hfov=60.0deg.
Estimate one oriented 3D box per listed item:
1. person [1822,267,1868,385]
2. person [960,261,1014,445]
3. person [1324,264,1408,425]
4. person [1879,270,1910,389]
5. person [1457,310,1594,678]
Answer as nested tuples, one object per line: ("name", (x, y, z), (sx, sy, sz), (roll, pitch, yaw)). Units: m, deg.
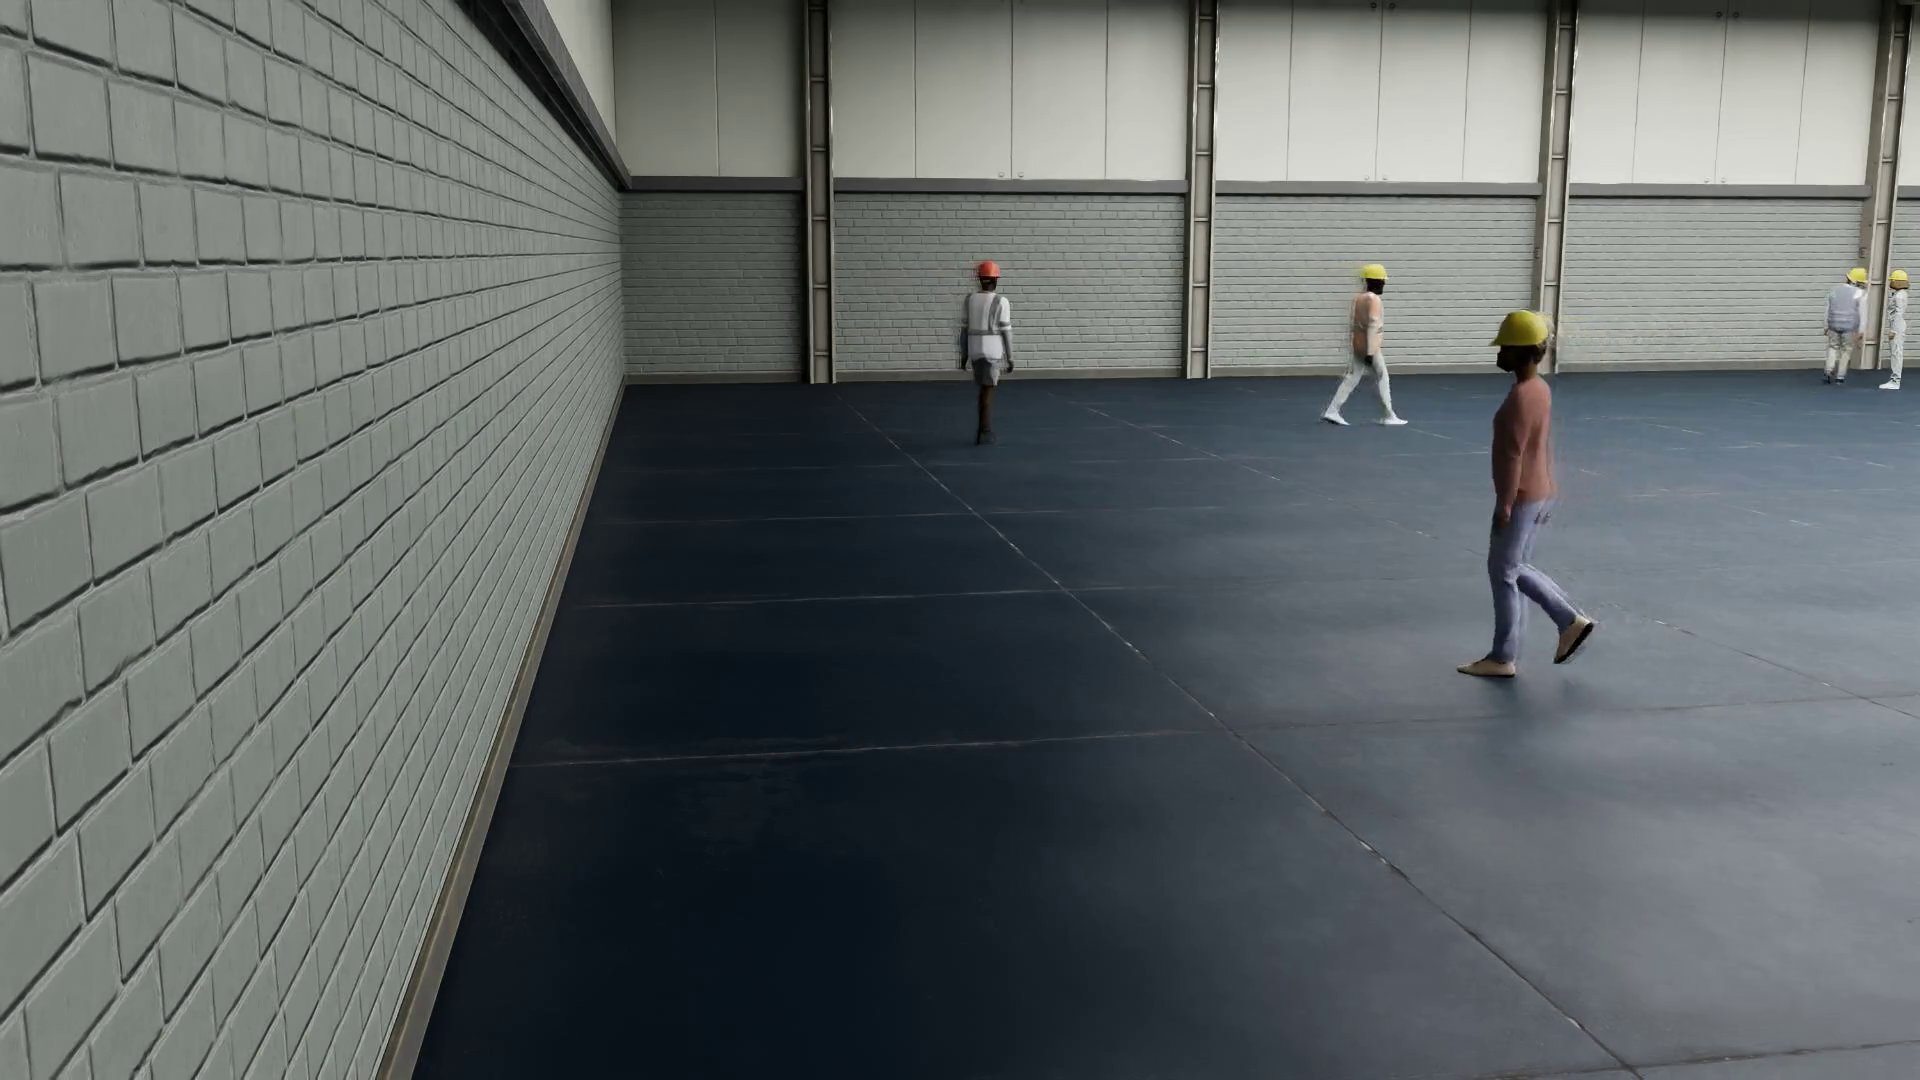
("person", (13.363, -3.215, 25.104), (0.441, 1.781, 0.617), (-9, 13, -41))
("person", (0.341, -1.969, 17.521), (0.571, 1.916, 0.719), (6, 12, 32))
("person", (4.703, -2.253, 19.286), (0.972, 1.885, 0.602), (-1, 10, -7))
("person", (13.798, -3.102, 24.554), (0.298, 1.745, 0.484), (6, 12, 32))
("person", (2.674, -0.196, 7.805), (0.504, 1.753, 0.528), (5, 11, 25))
